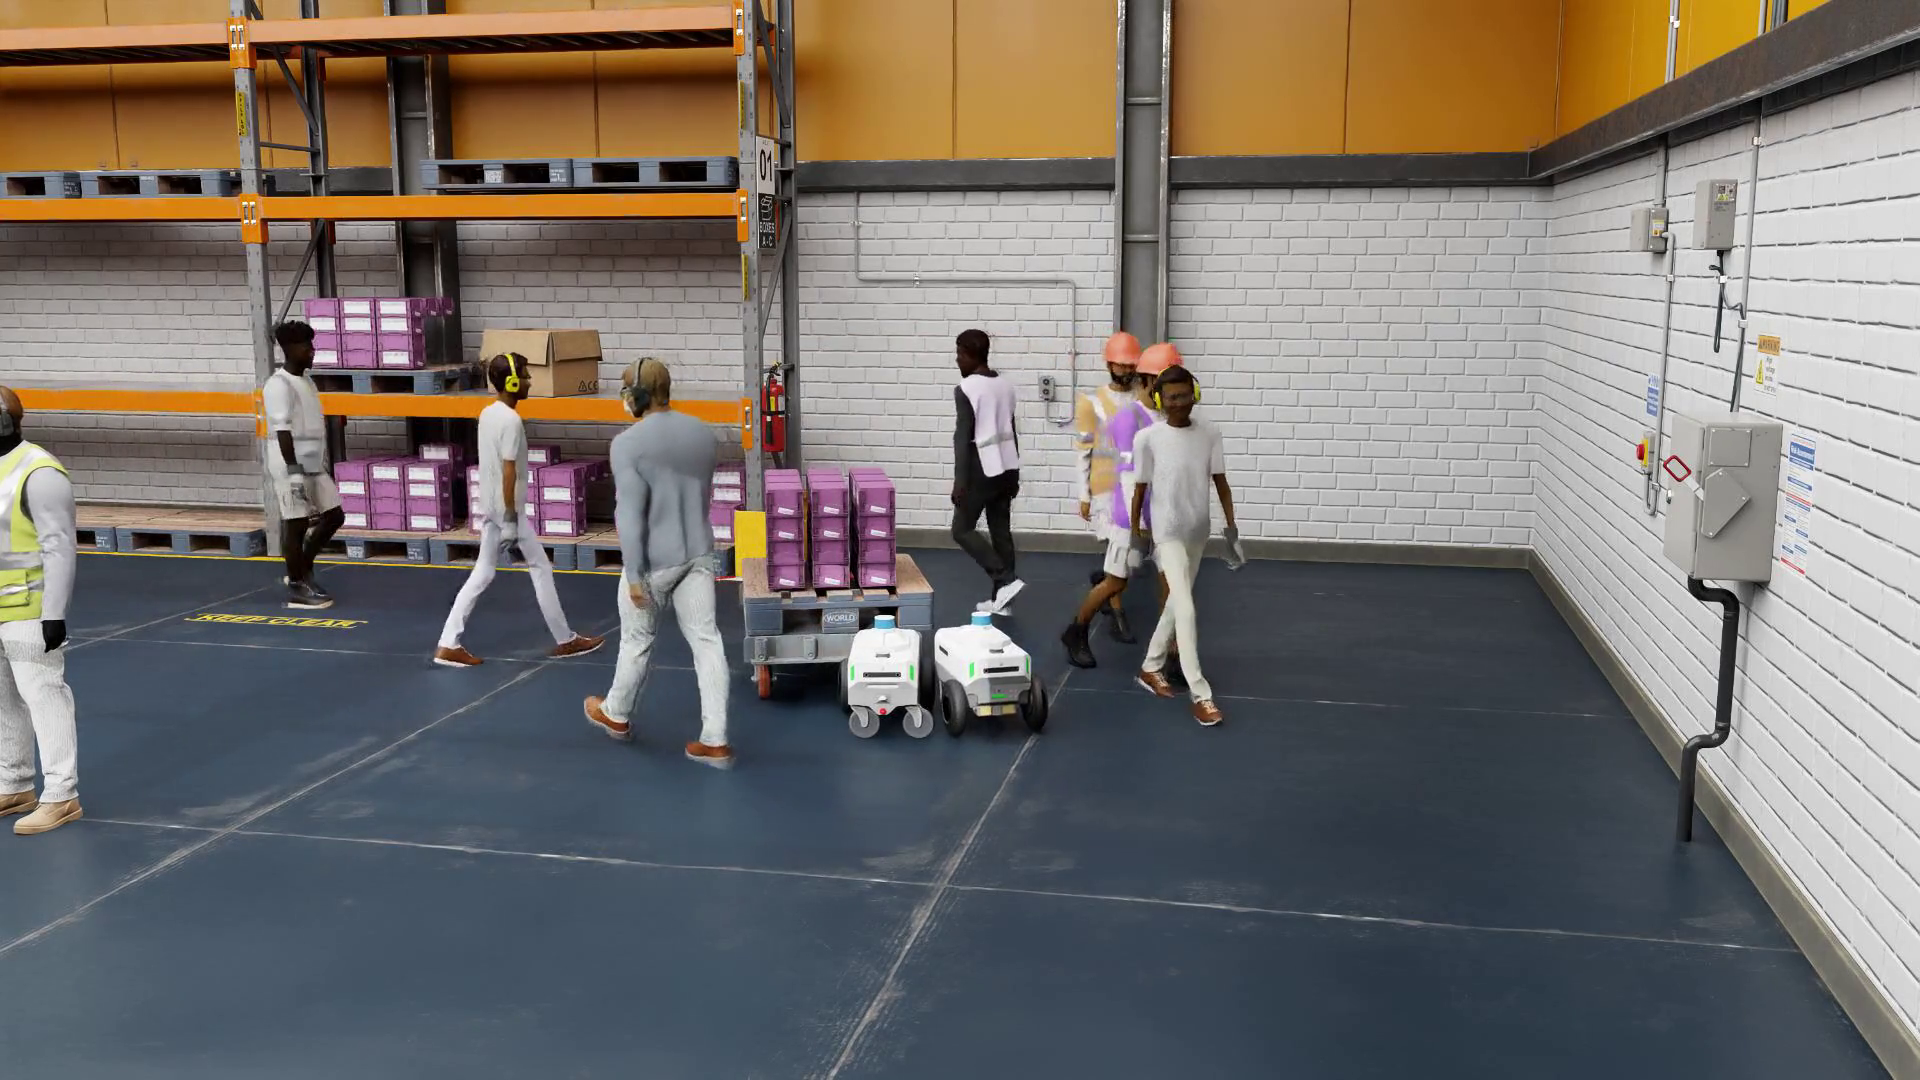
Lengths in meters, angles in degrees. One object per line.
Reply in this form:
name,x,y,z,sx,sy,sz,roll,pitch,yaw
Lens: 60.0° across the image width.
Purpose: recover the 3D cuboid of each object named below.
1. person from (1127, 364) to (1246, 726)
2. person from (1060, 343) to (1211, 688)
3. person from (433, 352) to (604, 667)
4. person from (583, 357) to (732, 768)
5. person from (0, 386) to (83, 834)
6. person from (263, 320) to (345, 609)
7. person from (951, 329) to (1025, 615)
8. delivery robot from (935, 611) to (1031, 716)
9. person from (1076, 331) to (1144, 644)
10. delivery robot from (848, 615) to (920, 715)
person,1.156,0.000,8.622,0.520,1.816,0.965,-4,10,-25
person,0.978,-0.153,9.290,0.550,1.900,0.967,-9,13,-44
person,-2.621,-0.171,9.625,0.995,1.821,0.555,-7,12,-37
person,-1.438,0.087,7.832,1.036,1.880,0.646,9,13,44
person,-3.902,0.279,6.823,0.636,1.842,0.429,5,11,27
person,-4.402,-0.493,11.148,0.420,1.949,0.614,1,9,6
person,0.187,-0.420,10.849,0.463,1.901,0.692,7,12,35
delivery robot,0.108,0.606,8.438,0.477,0.478,0.707,-2,10,-15
person,0.974,-0.352,10.412,0.558,1.912,0.745,-3,10,-17
delivery robot,-0.377,0.621,8.351,0.477,0.478,0.707,0,9,0
